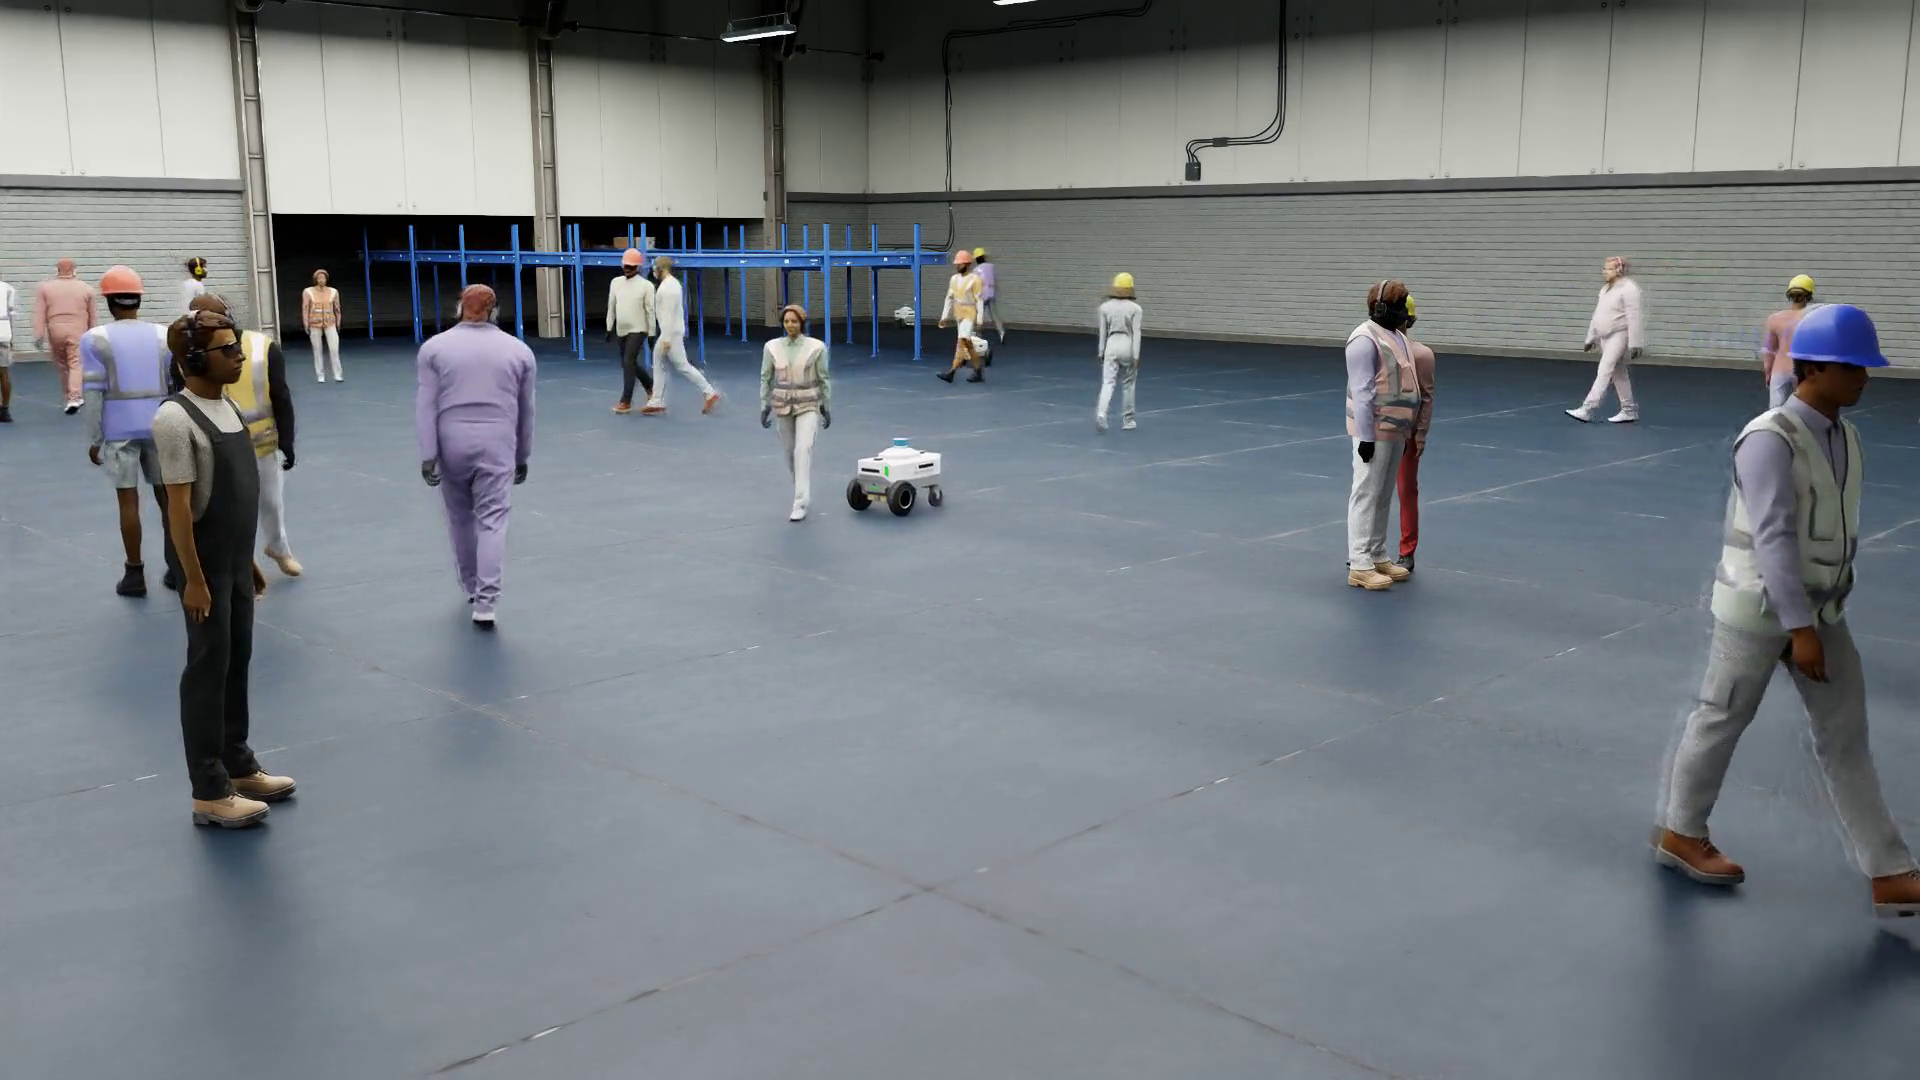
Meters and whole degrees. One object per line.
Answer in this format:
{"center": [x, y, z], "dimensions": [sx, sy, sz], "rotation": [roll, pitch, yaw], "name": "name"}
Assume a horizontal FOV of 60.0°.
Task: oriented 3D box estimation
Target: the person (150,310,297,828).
{"center": [-2.682, 0.096, 6.034], "dimensions": [0.342, 1.846, 0.509], "rotation": [0, 10, -1], "name": "person"}

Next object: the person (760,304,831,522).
{"center": [-1.236, -0.996, 12.660], "dimensions": [0.529, 1.608, 0.810], "rotation": [2, 11, 11], "name": "person"}

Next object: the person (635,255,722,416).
{"center": [-3.329, -2.422, 19.669], "dimensions": [0.982, 1.895, 0.640], "rotation": [-1, 10, -7], "name": "person"}

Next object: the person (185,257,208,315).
{"center": [-10.172, -2.854, 22.196], "dimensions": [0.980, 1.825, 0.538], "rotation": [-8, 13, -36], "name": "person"}

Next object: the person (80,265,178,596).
{"center": [-4.892, -0.652, 9.873], "dimensions": [0.551, 1.933, 0.379], "rotation": [-9, 14, -41], "name": "person"}

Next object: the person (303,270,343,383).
{"center": [-9.120, -3.043, 23.815], "dimensions": [0.536, 1.610, 0.768], "rotation": [-6, 12, -28], "name": "person"}

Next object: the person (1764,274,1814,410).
{"center": [7.383, -1.456, 14.718], "dimensions": [0.524, 1.769, 0.309], "rotation": [9, 14, 41], "name": "person"}

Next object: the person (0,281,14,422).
{"center": [-10.978, -2.295, 18.854], "dimensions": [0.402, 1.932, 0.557], "rotation": [6, 12, 29], "name": "person"}

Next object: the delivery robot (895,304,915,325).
{"center": [-1.225, -5.143, 37.987], "dimensions": [0.477, 0.478, 0.707], "rotation": [-4, 11, -21], "name": "delivery robot"}

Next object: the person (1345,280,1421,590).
{"center": [2.565, -0.646, 10.093], "dimensions": [0.429, 1.844, 0.627], "rotation": [7, 12, 33], "name": "person"}

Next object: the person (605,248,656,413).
{"center": [-3.943, -2.555, 20.189], "dimensions": [0.622, 1.960, 0.889], "rotation": [5, 12, 27], "name": "person"}

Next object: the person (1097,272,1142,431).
{"center": [1.724, -2.043, 18.058], "dimensions": [0.494, 1.712, 0.796], "rotation": [5, 11, 24], "name": "person"}

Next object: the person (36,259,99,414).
{"center": [-10.729, -2.455, 20.011], "dimensions": [0.660, 1.840, 1.010], "rotation": [-3, 11, -14], "name": "person"}

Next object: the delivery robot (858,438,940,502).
{"center": [-0.468, -0.550, 12.940], "dimensions": [0.477, 0.478, 0.707], "rotation": [8, 13, 37], "name": "delivery robot"}

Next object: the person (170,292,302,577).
{"center": [-4.287, -0.576, 9.871], "dimensions": [0.652, 1.799, 0.815], "rotation": [-4, 11, -20], "name": "person"}

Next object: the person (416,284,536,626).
{"center": [-2.683, -0.491, 9.278], "dimensions": [0.650, 1.833, 1.007], "rotation": [-3, 11, -14], "name": "person"}

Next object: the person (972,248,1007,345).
{"center": [0.533, -4.716, 32.211], "dimensions": [0.624, 1.875, 0.906], "rotation": [-8, 13, -36], "name": "person"}

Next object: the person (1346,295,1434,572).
{"center": [2.726, -0.685, 10.505], "dimensions": [0.308, 1.772, 0.526], "rotation": [-10, 14, -44], "name": "person"}

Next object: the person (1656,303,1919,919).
{"center": [2.659, 0.231, 5.148], "dimensions": [0.605, 1.892, 0.999], "rotation": [-6, 12, -30], "name": "person"}

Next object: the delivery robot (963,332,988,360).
{"center": [0.207, -3.127, 26.995], "dimensions": [0.477, 0.478, 0.707], "rotation": [3, 11, 16], "name": "delivery robot"}

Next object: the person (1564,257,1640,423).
{"center": [7.249, -2.235, 18.707], "dimensions": [0.978, 1.859, 0.677], "rotation": [-1, 10, -5], "name": "person"}

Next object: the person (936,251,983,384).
{"center": [0.010, -3.178, 23.772], "dimensions": [1.001, 1.879, 0.548], "rotation": [-9, 14, -41], "name": "person"}
